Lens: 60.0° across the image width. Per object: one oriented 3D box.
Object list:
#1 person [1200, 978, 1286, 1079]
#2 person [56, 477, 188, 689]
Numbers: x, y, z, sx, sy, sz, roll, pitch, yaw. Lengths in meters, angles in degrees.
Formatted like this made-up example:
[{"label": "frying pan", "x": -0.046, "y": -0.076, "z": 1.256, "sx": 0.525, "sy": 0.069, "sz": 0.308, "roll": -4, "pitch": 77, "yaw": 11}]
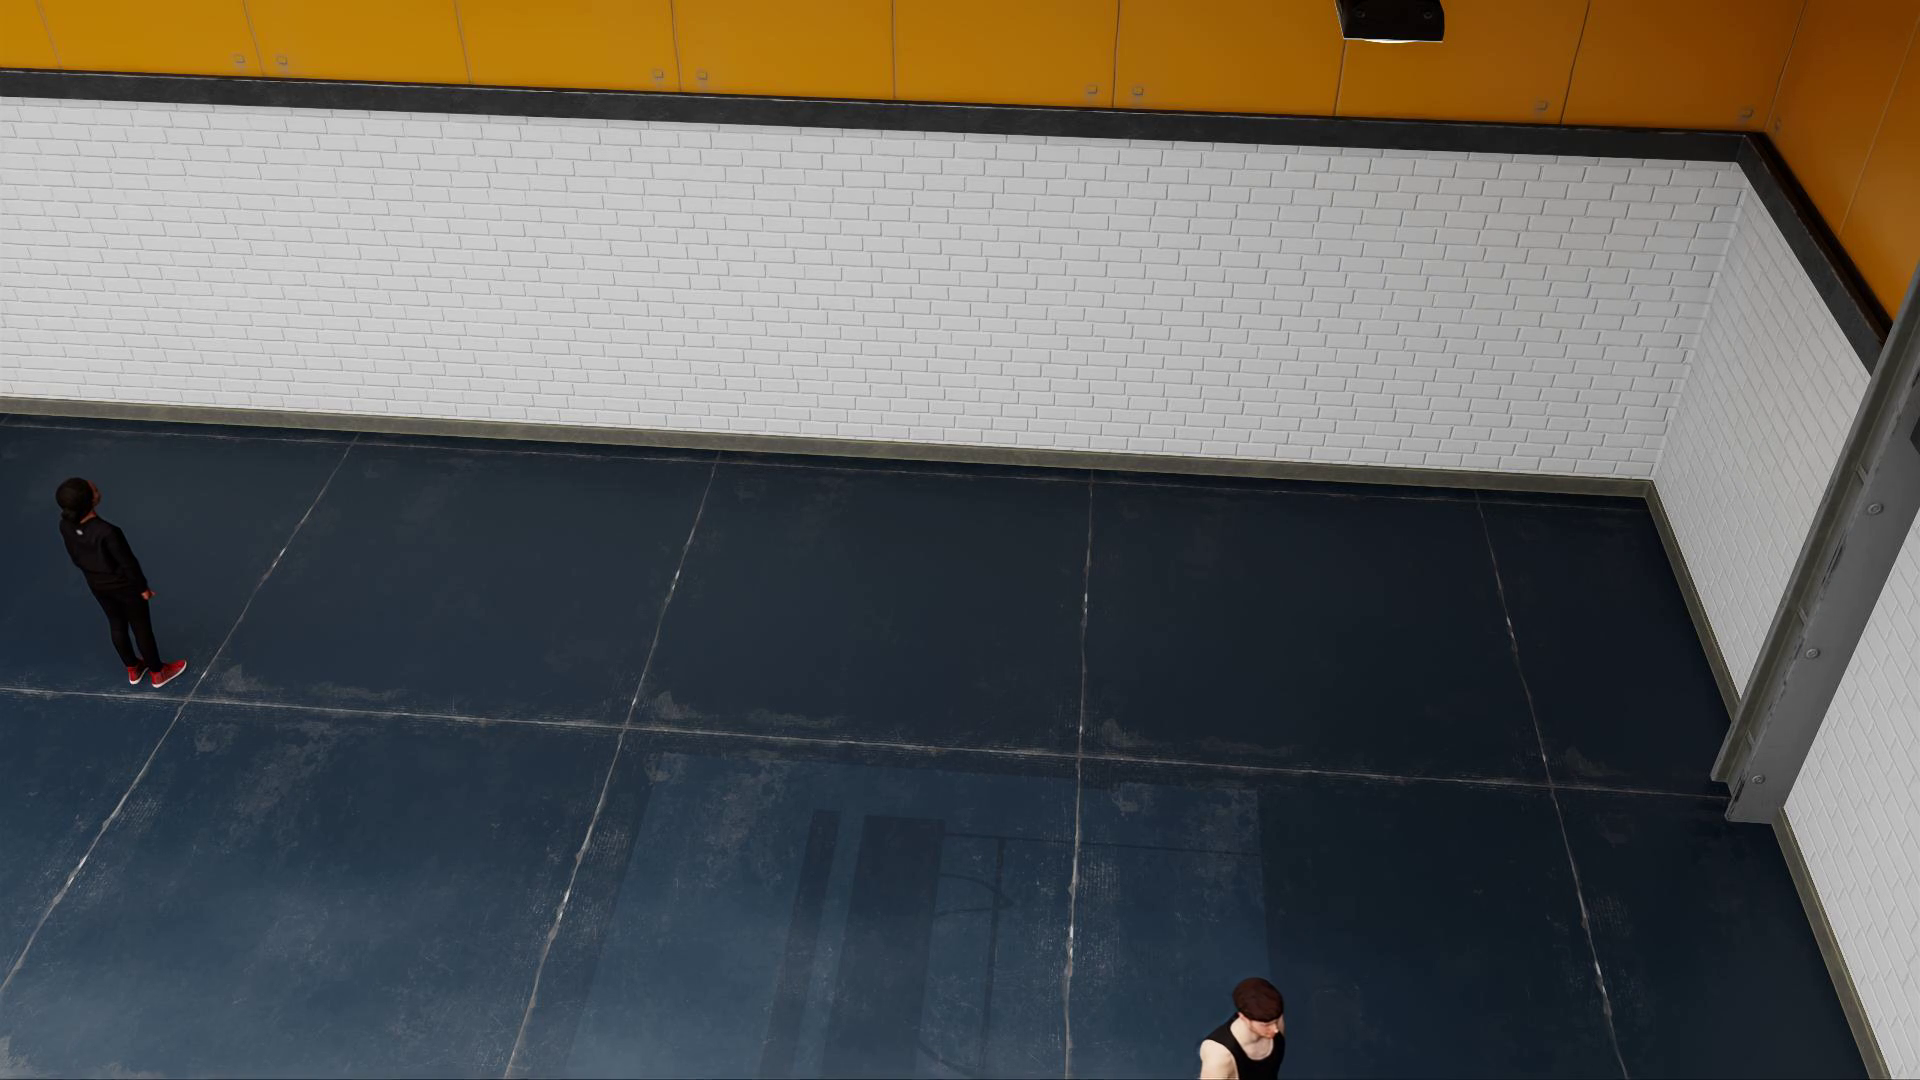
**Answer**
[{"label": "person", "x": 1.274, "y": 2.642, "z": 7.716, "sx": 0.827, "sy": 1.890, "sz": 0.733, "roll": 31, "pitch": 48, "yaw": 32}, {"label": "person", "x": -5.512, "y": 0.281, "z": 10.844, "sx": 0.631, "sy": 1.675, "sz": 0.586, "roll": 9, "pitch": 39, "yaw": 11}]
